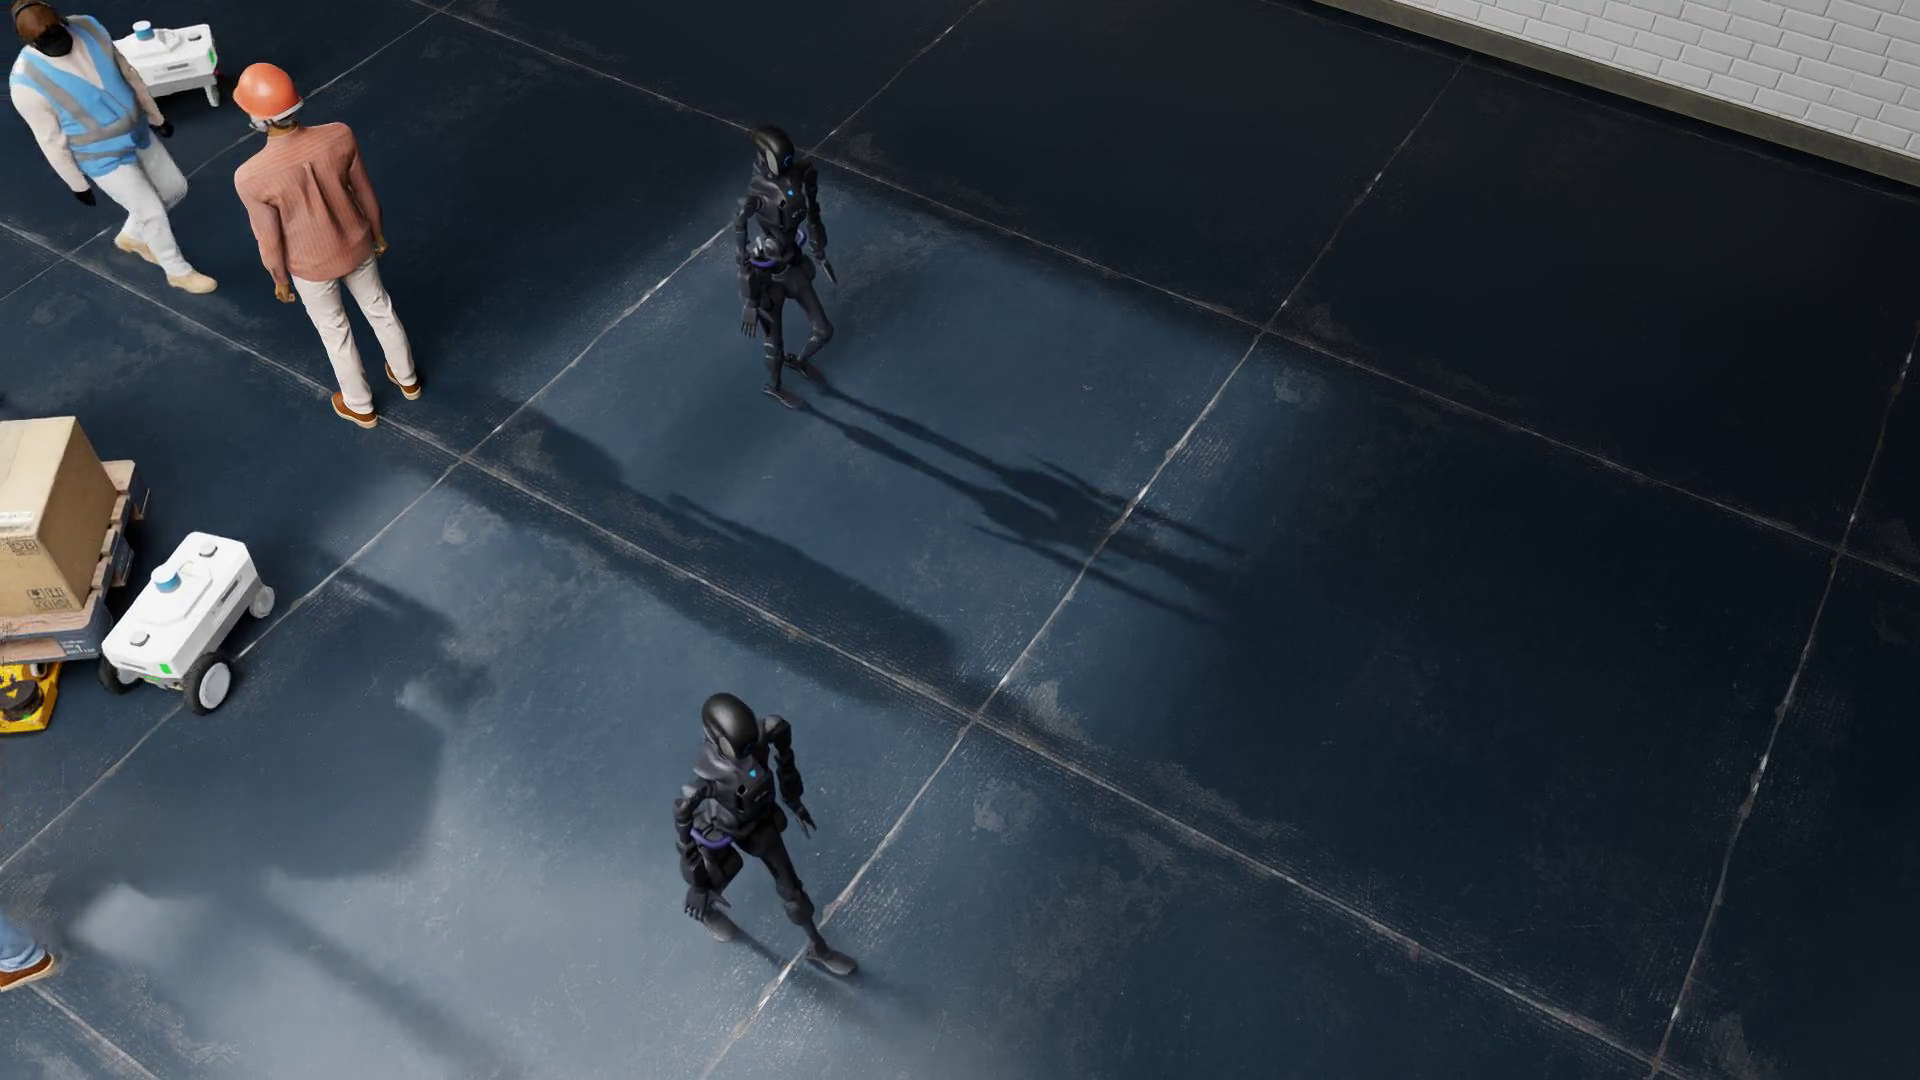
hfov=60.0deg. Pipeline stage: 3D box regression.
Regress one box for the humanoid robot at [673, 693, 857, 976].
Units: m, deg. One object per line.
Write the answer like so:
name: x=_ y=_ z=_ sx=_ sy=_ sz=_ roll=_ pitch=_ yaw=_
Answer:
humanoid robot: x=-0.768 y=1.074 z=5.962 sx=0.754 sy=1.623 sz=0.585 roll=32 pitch=56 yaw=25

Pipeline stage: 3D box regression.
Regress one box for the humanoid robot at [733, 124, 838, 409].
humanoid robot: x=-0.856 y=-1.282 z=7.999 sx=0.335 sy=1.644 sz=0.589 roll=31 pitch=56 yaw=24

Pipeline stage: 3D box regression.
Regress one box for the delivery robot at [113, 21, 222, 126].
delivery robot: x=-4.890 y=-2.879 z=10.123 sx=0.736 sy=0.567 sz=0.501 roll=-16 pitch=51 yaw=-14

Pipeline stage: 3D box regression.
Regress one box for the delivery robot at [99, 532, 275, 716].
delivery robot: x=-3.412 y=0.360 z=7.321 sx=0.499 sy=0.610 sz=0.804 roll=12 pitch=50 yaw=11

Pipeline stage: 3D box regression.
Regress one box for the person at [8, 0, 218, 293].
person: x=-4.366 y=-2.021 z=8.558 sx=0.520 sy=1.805 sz=0.671 roll=8 pitch=49 yaw=7

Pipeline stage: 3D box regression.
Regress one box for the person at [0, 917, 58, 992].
person: x=-3.902 y=1.089 z=5.739 sx=0.825 sy=1.958 sz=0.643 roll=-15 pitch=51 yaw=-13

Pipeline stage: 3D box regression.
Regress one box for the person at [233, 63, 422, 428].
person: x=-2.992 y=-1.370 z=7.866 sx=0.373 sy=1.996 sz=0.618 roll=35 pitch=58 yaw=27

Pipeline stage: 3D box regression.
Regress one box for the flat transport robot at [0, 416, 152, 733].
flat transport robot: x=-4.363 y=0.265 z=7.584 sx=0.659 sy=0.231 sz=1.431 roll=-5 pitch=49 yaw=-4
